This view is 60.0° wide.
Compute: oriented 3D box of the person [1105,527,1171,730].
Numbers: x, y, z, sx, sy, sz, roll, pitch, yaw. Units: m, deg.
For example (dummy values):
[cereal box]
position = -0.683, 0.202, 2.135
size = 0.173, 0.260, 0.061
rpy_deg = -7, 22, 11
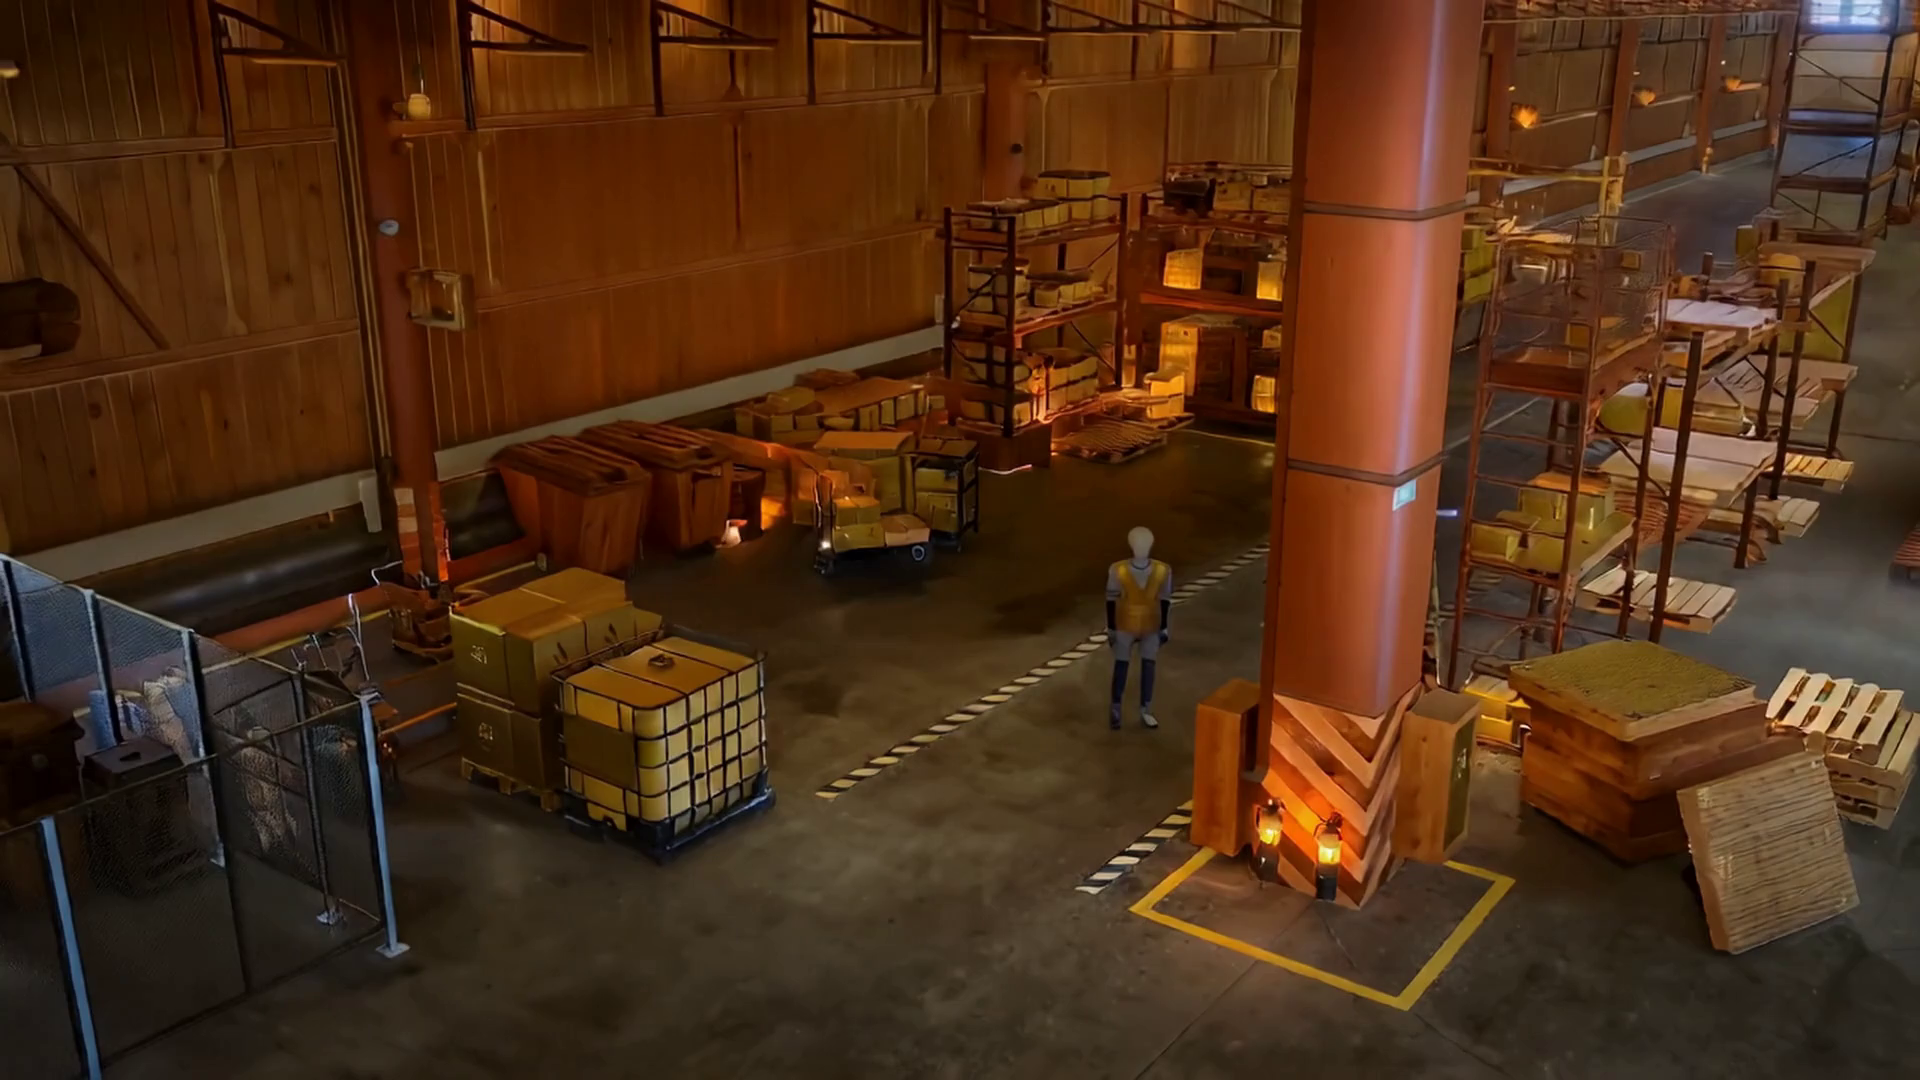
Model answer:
[person]
position = 1.425, 0.703, 13.340
size = 0.533, 1.697, 0.319
rpy_deg = -2, 18, -7
